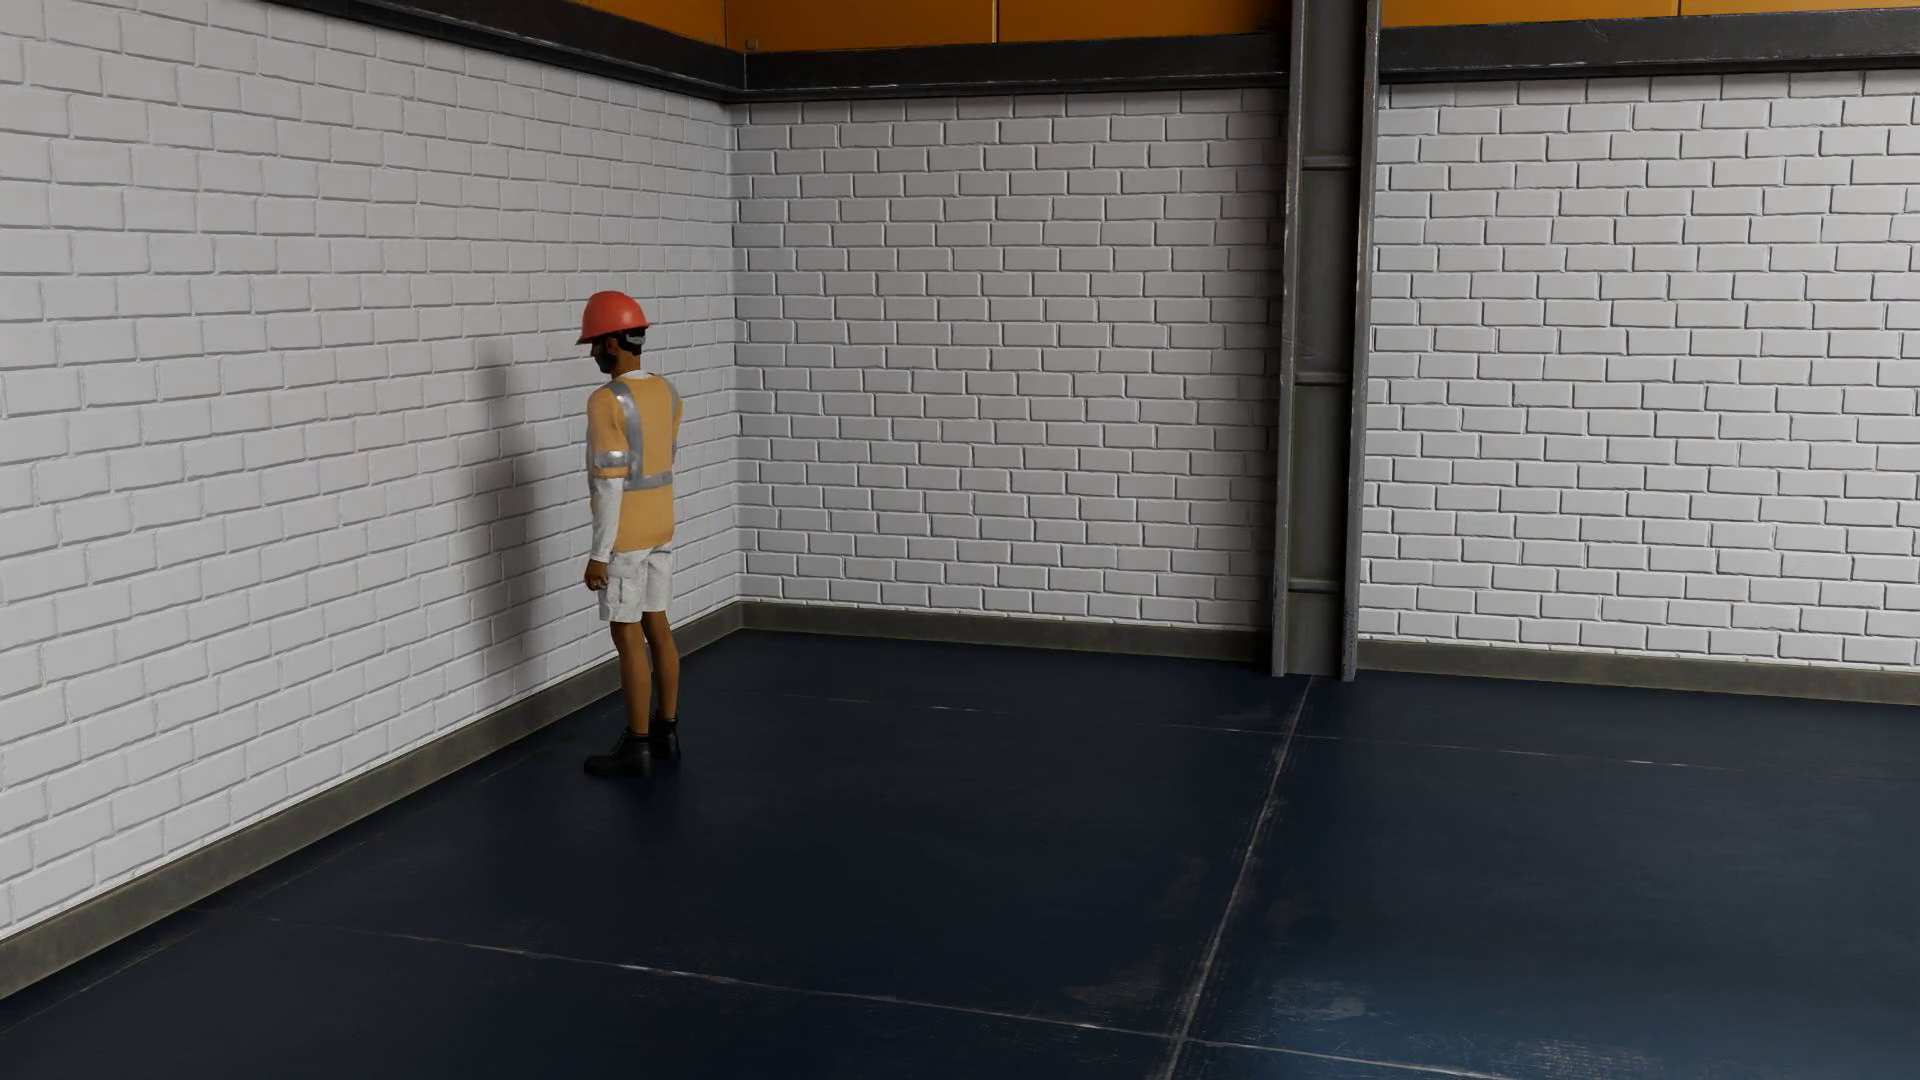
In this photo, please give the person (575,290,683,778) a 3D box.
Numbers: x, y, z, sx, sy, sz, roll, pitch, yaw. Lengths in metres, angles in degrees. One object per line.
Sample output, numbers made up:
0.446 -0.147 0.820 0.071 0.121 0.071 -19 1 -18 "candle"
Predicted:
-1.329 -0.019 6.629 0.365 1.932 0.543 3 10 19 "person"
